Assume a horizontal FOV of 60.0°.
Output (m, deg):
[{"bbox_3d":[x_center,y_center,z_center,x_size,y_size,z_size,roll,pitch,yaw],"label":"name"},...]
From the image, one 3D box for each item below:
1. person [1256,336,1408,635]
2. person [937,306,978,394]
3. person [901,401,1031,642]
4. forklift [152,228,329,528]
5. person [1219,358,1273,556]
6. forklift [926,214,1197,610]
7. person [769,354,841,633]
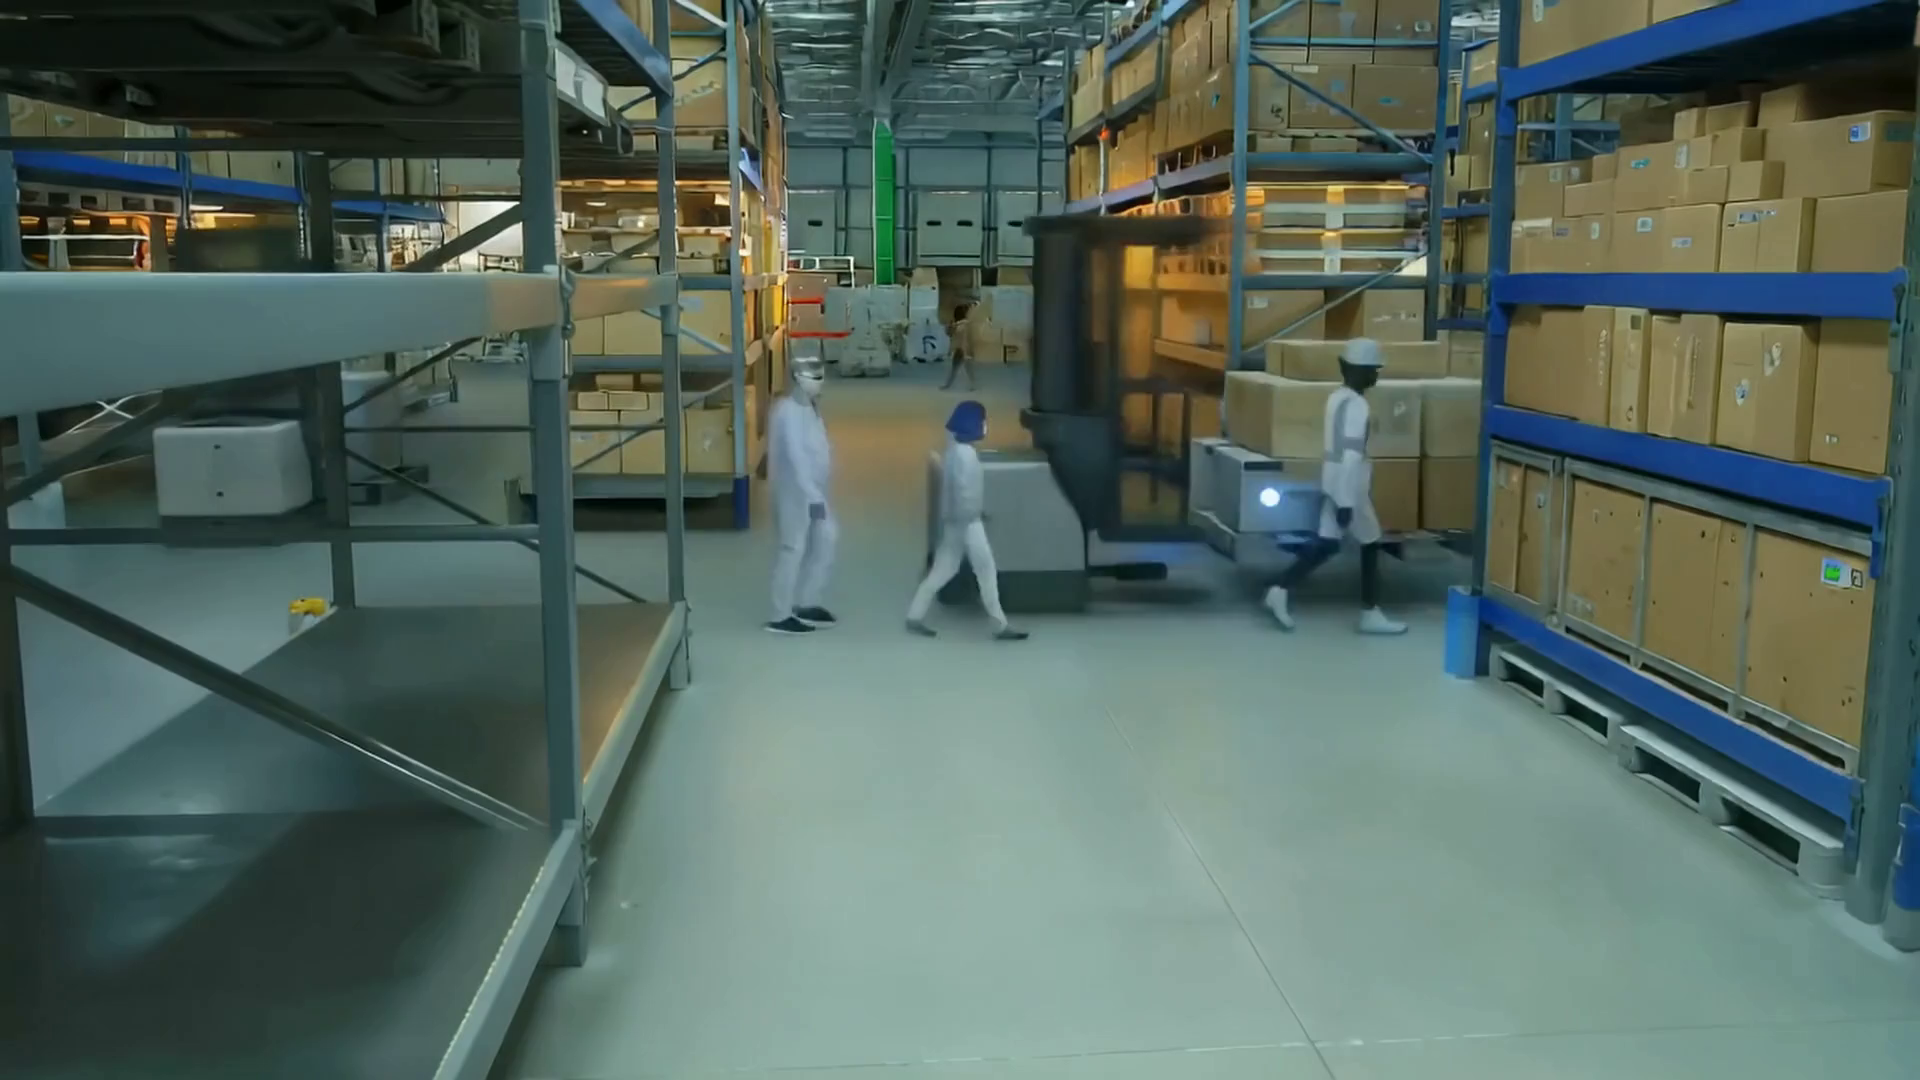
[{"bbox_3d":[2.487,-0.348,11.058,0.959,2.016,0.625,0,9,-3],"label":"person"},{"bbox_3d":[-0.026,-3.839,33.666,0.970,1.793,0.630,-3,10,-18],"label":"person"},{"bbox_3d":[0.009,-0.119,10.897,0.841,1.592,0.515,0,9,0],"label":"person"},{"bbox_3d":[-6.554,-1.448,15.225,1.129,2.768,1.873,-1,9,-4],"label":"forklift"},{"bbox_3d":[2.489,-0.706,14.263,0.540,1.697,0.316,2,9,13],"label":"person"},{"bbox_3d":[0.715,-0.960,12.159,1.873,2.768,1.129,-1,9,-5],"label":"forklift"},{"bbox_3d":[-1.037,-0.297,11.127,0.560,1.884,0.653,2,9,13],"label":"person"}]
